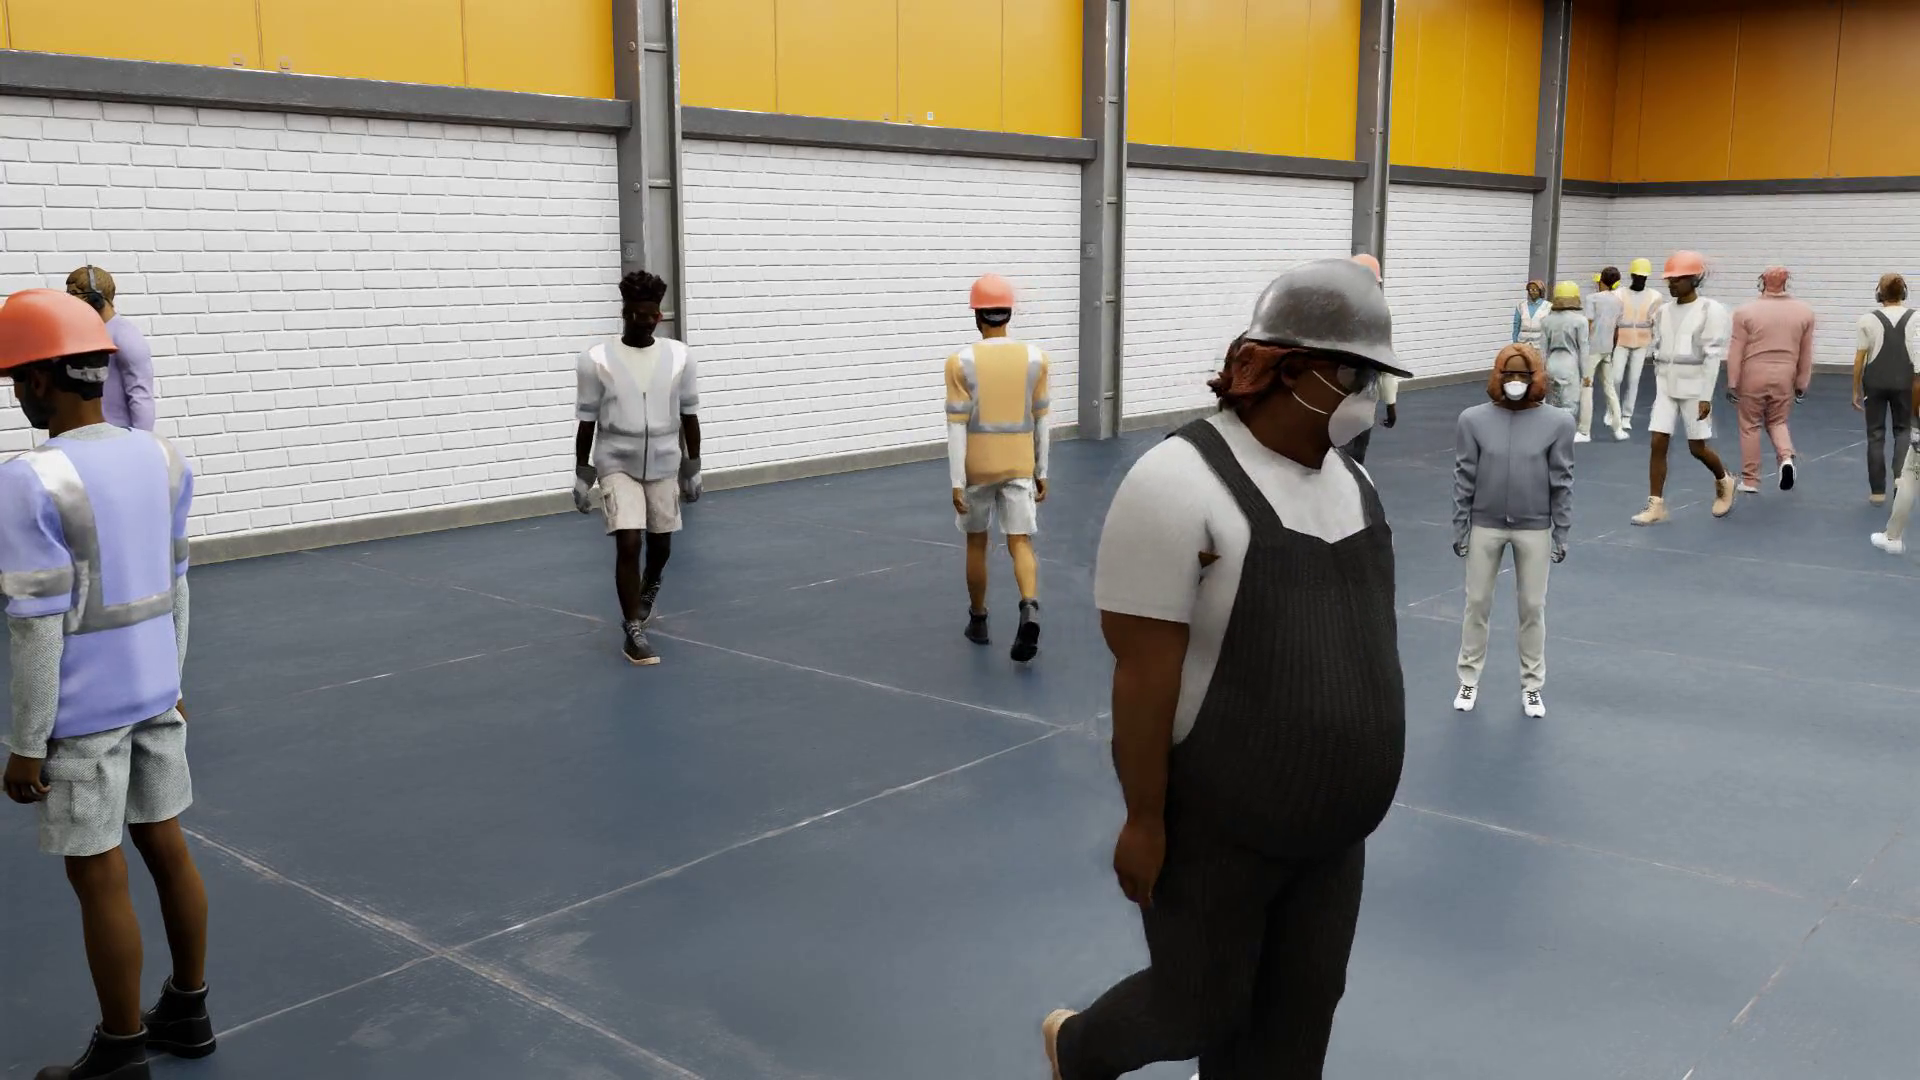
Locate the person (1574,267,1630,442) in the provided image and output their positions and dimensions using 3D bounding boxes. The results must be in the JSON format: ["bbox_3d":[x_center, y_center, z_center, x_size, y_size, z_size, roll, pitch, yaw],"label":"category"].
[{"bbox_3d":[6.702,-1.917,17.311,0.689,1.833,0.420,-5,11,-28],"label":"person"}]

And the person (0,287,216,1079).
[{"bbox_3d":[-2.048,0.379,3.936,0.364,1.933,0.543,2,10,13],"label":"person"}]

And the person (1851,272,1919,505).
[{"bbox_3d":[7.313,-1.183,13.109,0.524,1.830,0.382,4,11,22],"label":"person"}]

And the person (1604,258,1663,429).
[{"bbox_3d":[7.512,-2.186,18.590,0.600,1.909,0.397,2,10,13],"label":"person"}]

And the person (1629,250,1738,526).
[{"bbox_3d":[5.357,-1.107,12.181,0.869,2.016,0.610,-6,11,-29],"label":"person"}]

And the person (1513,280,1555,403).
[{"bbox_3d":[6.992,-2.346,20.279,0.516,1.640,0.314,8,13,39],"label":"person"}]

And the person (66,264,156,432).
[{"bbox_3d":[-4.515,-0.489,8.865,0.629,1.937,0.379,7,12,35],"label":"person"}]

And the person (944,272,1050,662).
[{"bbox_3d":[0.196,-0.359,8.220,0.550,1.916,0.878,-2,10,-11],"label":"person"}]

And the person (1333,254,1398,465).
[{"bbox_3d":[2.711,-0.966,11.448,0.658,1.976,0.447,-4,11,-20],"label":"person"}]

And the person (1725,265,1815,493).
[{"bbox_3d":[6.631,-1.305,13.647,0.646,1.892,0.514,0,10,2],"label":"person"}]

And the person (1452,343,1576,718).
[{"bbox_3d":[2.381,-0.040,7.202,0.497,1.625,0.286,4,11,21],"label":"person"}]

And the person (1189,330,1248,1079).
[{"bbox_3d":[0.666,0.465,3.627,0.462,1.871,0.634,2,10,12],"label":"person"}]

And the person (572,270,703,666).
[{"bbox_3d":[-1.633,-0.391,8.352,0.652,1.929,0.841,-4,11,-23],"label":"person"}]

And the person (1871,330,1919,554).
[{"bbox_3d":[6.317,-0.770,10.771,0.508,1.833,0.880,1,10,6],"label":"person"}]

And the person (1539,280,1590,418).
[{"bbox_3d":[5.678,-1.595,15.761,0.713,1.719,0.488,-7,12,-33],"label":"person"}]
